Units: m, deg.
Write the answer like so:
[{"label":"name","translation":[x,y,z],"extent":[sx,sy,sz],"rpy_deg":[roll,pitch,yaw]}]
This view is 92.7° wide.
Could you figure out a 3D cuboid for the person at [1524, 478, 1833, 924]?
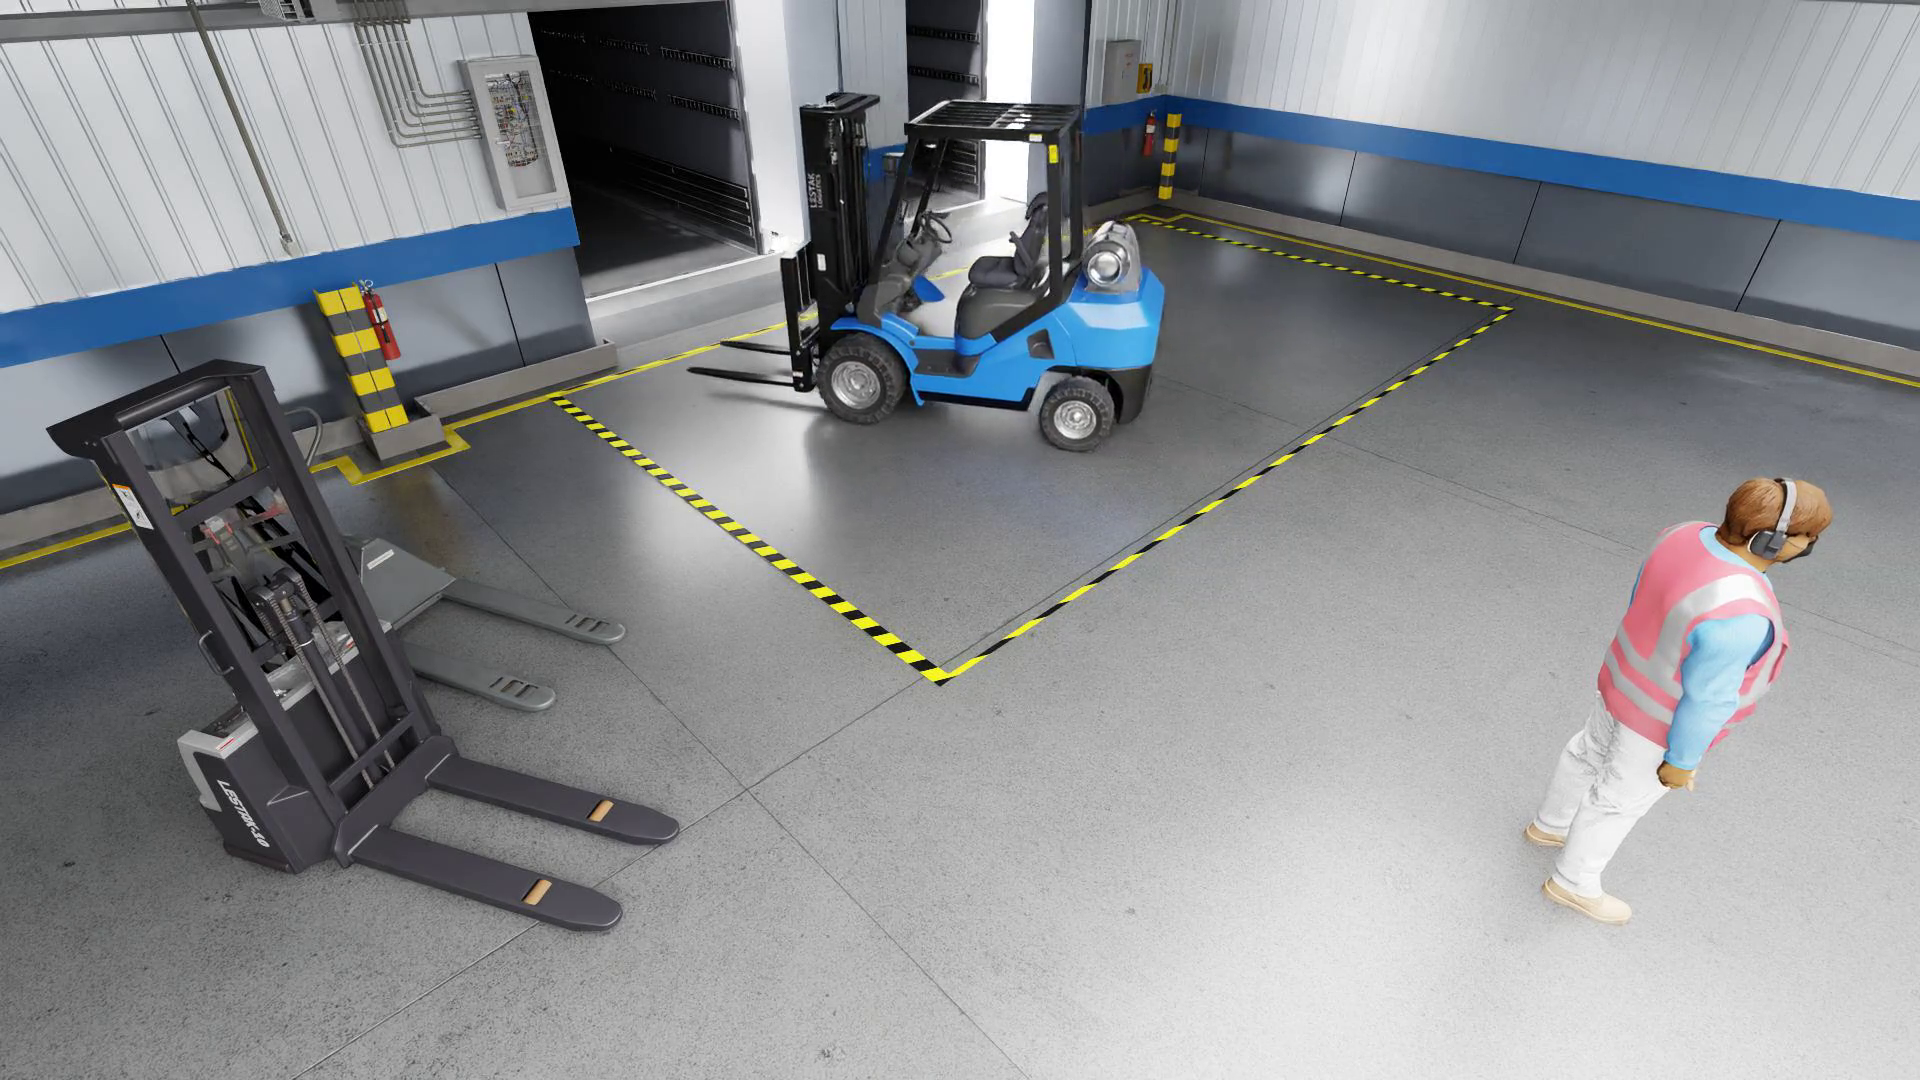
[{"label":"person","translation":[2.487,0.590,3.245],"extent":[0.429,1.843,0.620],"rpy_deg":[10,35,14]}]

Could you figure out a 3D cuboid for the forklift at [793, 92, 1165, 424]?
[{"label":"forklift","translation":[0.152,-2.077,6.711],"extent":[2.680,2.036,1.157],"rpy_deg":[8,35,12]}]

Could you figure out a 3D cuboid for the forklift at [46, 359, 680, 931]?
[{"label":"forklift","translation":[-2.135,0.422,3.354],"extent":[1.885,1.965,0.823],"rpy_deg":[10,35,14]}]

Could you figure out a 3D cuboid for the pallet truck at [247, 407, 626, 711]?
[{"label":"pallet truck","translation":[-2.628,0.038,4.590],"extent":[1.601,1.201,0.680],"rpy_deg":[12,36,18]}]
